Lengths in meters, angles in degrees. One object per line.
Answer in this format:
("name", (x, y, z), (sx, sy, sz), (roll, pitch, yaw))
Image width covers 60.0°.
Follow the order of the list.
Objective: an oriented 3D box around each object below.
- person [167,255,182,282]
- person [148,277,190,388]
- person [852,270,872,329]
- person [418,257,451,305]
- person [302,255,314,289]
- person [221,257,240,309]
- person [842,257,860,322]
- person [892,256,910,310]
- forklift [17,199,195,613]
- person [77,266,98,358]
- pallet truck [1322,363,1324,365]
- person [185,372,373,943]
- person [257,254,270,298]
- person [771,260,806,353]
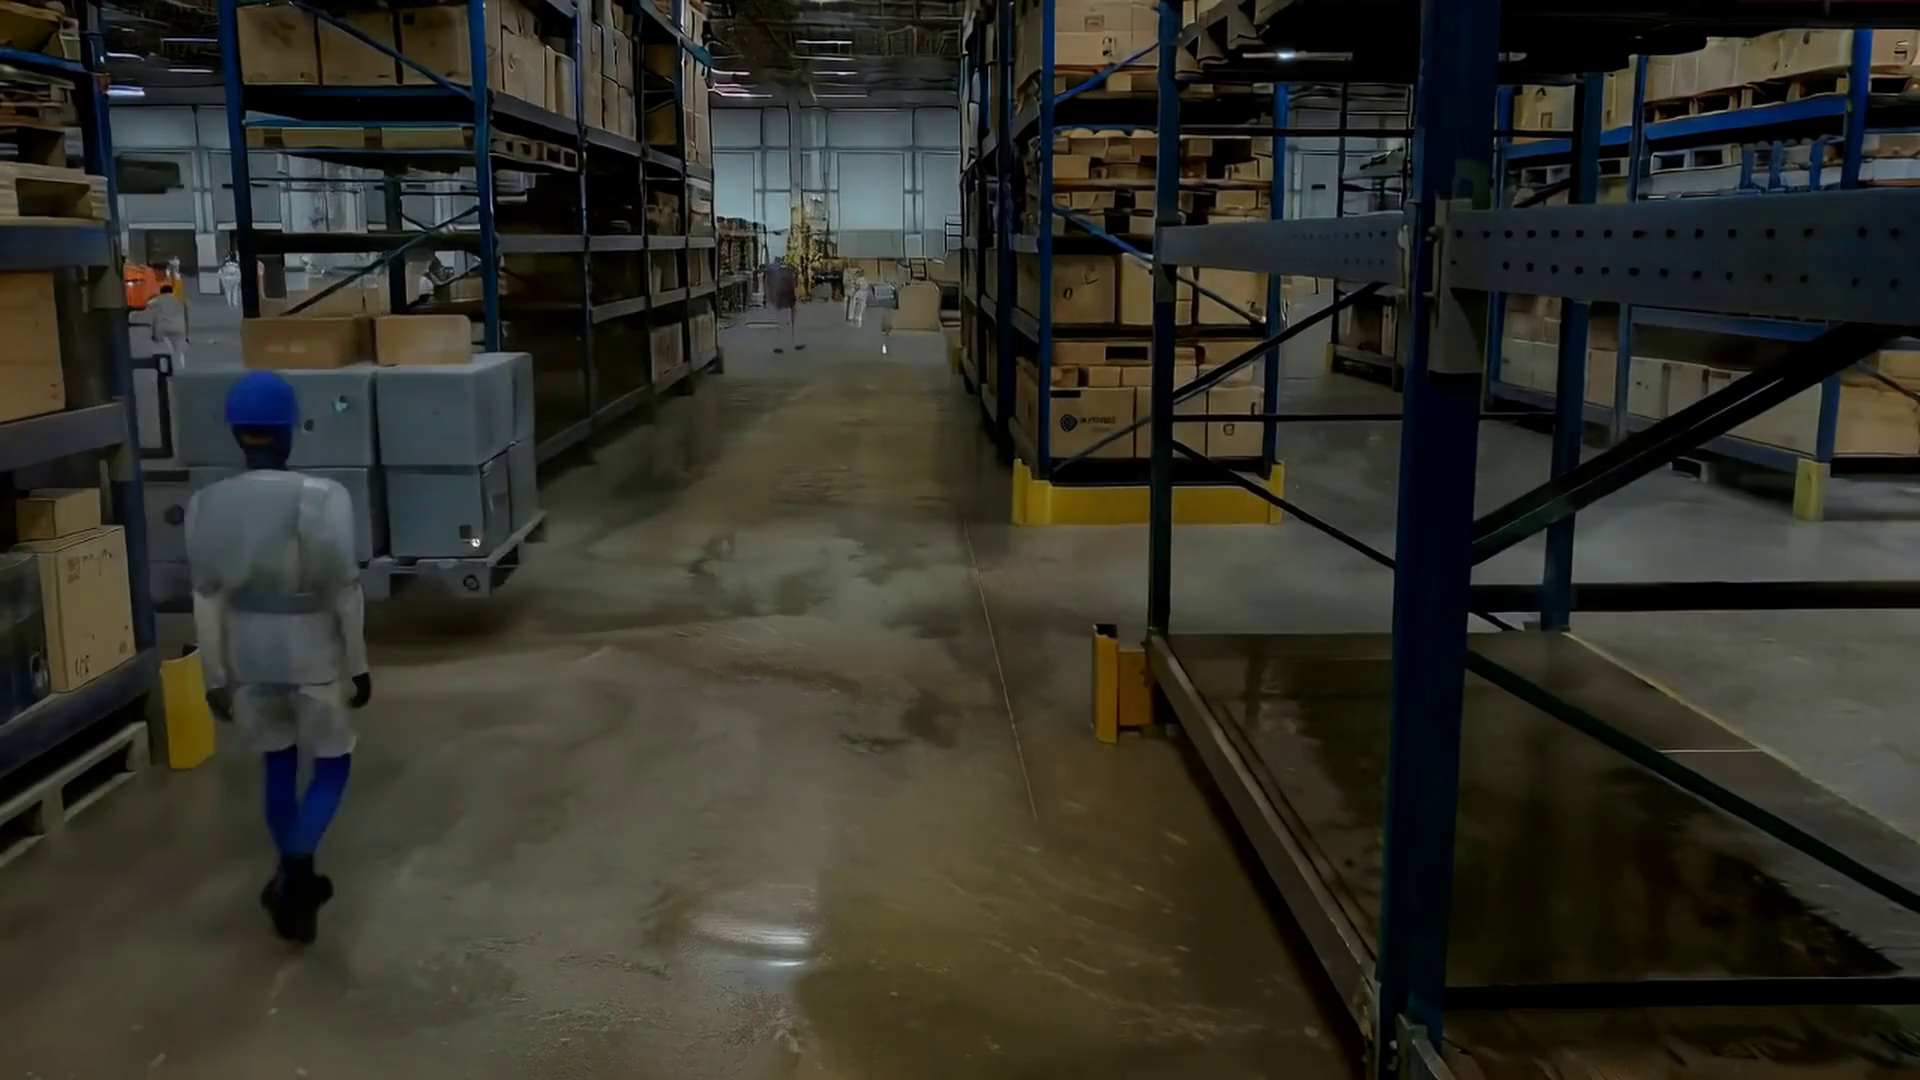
("person", (-31.081, -10.348, 65.737), (0.781, 1.824, 0.630), (3, 11, 16))
("person", (-12.691, -3.331, 26.737), (0.592, 1.789, 0.789), (-5, 11, -25))
("person", (-2.646, -6.464, 44.736), (0.534, 1.598, 0.864), (2, 10, 13))
("person", (-10.150, -4.465, 32.336), (0.536, 2.000, 0.674), (4, 11, 20))
("person", (-21.790, -8.607, 55.814), (0.990, 1.903, 0.642), (-5, 11, -27))
("person", (-25.503, -8.995, 58.179), (0.636, 1.819, 0.675), (-6, 12, -29))
("person", (-3.151, -7.280, 48.451), (0.578, 1.882, 0.346), (-4, 11, -23))
("person", (-1.709, -7.313, 48.557), (0.584, 1.918, 0.407), (6, 12, 31))
("forklift", (-5.692, -0.813, 9.648), (1.873, 2.768, 1.129), (-1, 10, -3))
("person", (-16.736, -4.297, 31.743), (0.597, 1.916, 0.370), (2, 10, 9))
("pallet truck", (7.712, -4.157, 30.737), (1.885, 1.965, 0.823), (3, 11, 16))
("person", (-2.270, 0.405, 5.531), (0.551, 1.920, 0.648), (0, 10, -1))
("person", (-29.079, -11.030, 69.302), (0.471, 1.907, 0.638), (-6, 12, -28))
("person", (-3.588, -4.900, 34.993), (0.895, 1.949, 0.615), (-3, 11, -14))
